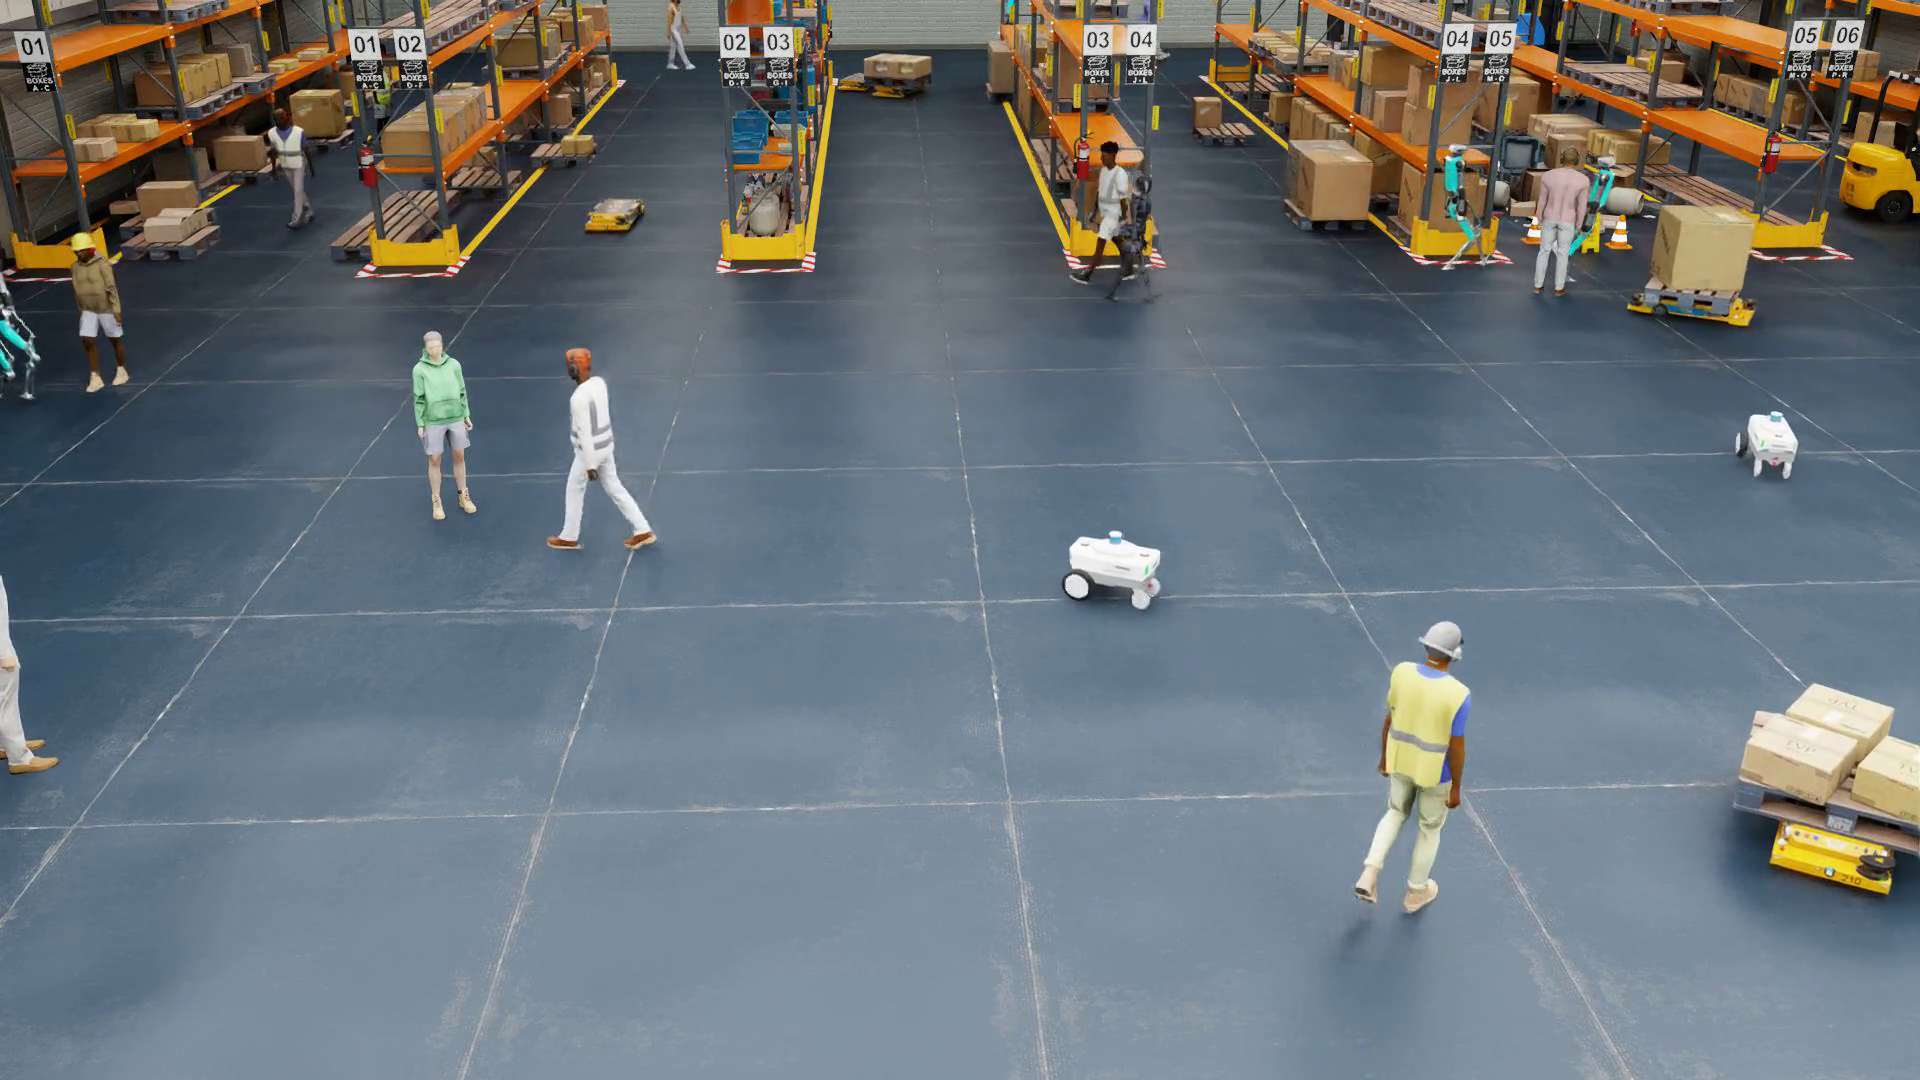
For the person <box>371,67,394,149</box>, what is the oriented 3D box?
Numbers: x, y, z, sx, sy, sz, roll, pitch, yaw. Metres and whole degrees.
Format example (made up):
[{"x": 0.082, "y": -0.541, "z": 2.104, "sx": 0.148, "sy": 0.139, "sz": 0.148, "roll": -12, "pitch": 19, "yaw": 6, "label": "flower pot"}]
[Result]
[{"x": -10.785, "y": -8.176, "z": 31.084, "sx": 0.319, "sy": 1.697, "sz": 0.532, "roll": 6, "pitch": 25, "yaw": 13, "label": "person"}]

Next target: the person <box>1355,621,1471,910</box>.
[{"x": 2.604, "y": 1.337, "z": 9.492, "sx": 0.524, "sy": 1.880, "sz": 0.569, "roll": 22, "pitch": 32, "yaw": 40, "label": "person"}]

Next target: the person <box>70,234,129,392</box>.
[{"x": -9.481, "y": -2.490, "z": 18.266, "sx": 0.556, "sy": 1.737, "sz": 0.726, "roll": -1, "pitch": 24, "yaw": -2, "label": "person"}]

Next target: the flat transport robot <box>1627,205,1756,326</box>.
[{"x": 9.322, "y": -2.988, "z": 21.187, "sx": 1.431, "sy": 0.231, "sz": 0.659, "roll": 14, "pitch": 27, "yaw": 28, "label": "flat transport robot"}]

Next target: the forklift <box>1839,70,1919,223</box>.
[{"x": 15.132, "y": -6.143, "z": 25.915, "sx": 2.313, "sy": 2.155, "sz": 1.214, "roll": -1, "pitch": 24, "yaw": -2, "label": "forklift"}]

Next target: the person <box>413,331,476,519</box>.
[{"x": -4.666, "y": -1.053, "z": 15.026, "sx": 0.483, "sy": 1.741, "sz": 0.314, "roll": -14, "pitch": 28, "yaw": -29, "label": "person"}]

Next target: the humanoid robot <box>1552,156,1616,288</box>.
[{"x": 8.236, "y": -4.200, "z": 22.217, "sx": 0.784, "sy": 1.859, "sz": 0.542, "roll": 11, "pitch": 26, "yaw": 23, "label": "humanoid robot"}]

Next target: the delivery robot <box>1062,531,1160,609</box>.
[{"x": 1.252, "y": 0.208, "z": 13.621, "sx": 0.747, "sy": 0.568, "sz": 0.499, "roll": 10, "pitch": 26, "yaw": 22, "label": "delivery robot"}]

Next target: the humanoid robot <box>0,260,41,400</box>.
[{"x": -10.228, "y": -2.257, "z": 17.720, "sx": 0.920, "sy": 1.754, "sz": 0.544, "roll": 15, "pitch": 28, "yaw": 30, "label": "humanoid robot"}]

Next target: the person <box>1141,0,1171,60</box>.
[{"x": 4.809, "y": -12.850, "z": 41.525, "sx": 0.945, "sy": 1.750, "sz": 0.628, "roll": 4, "pitch": 24, "yaw": 9, "label": "person"}]

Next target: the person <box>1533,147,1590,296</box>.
[{"x": 7.863, "y": -4.172, "z": 21.815, "sx": 0.621, "sy": 1.932, "sz": 0.369, "roll": 11, "pitch": 26, "yaw": 23, "label": "person"}]

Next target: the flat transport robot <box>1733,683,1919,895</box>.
[{"x": 5.614, "y": 1.733, "z": 10.579, "sx": 0.659, "sy": 0.231, "sz": 1.431, "roll": 13, "pitch": 27, "yaw": 27, "label": "flat transport robot"}]

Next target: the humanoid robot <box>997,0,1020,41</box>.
[{"x": 1.053, "y": -12.686, "z": 41.263, "sx": 0.832, "sy": 1.852, "sz": 0.557, "roll": -11, "pitch": 26, "yaw": -22, "label": "humanoid robot"}]

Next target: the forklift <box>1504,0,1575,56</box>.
[{"x": 14.700, "y": -13.805, "z": 42.301, "sx": 1.873, "sy": 2.768, "sz": 1.129, "roll": -1, "pitch": 24, "yaw": -2, "label": "forklift"}]

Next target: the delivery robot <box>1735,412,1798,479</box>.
[{"x": 7.935, "y": -0.974, "z": 16.271, "sx": 0.499, "sy": 0.564, "sz": 0.737, "roll": 6, "pitch": 25, "yaw": 14, "label": "delivery robot"}]

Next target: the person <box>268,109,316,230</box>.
[{"x": -10.171, "y": -5.642, "z": 25.275, "sx": 0.570, "sy": 1.783, "sz": 0.976, "roll": 3, "pitch": 24, "yaw": 8, "label": "person"}]

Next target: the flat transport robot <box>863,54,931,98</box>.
[{"x": -1.366, "y": -10.053, "z": 37.061, "sx": 0.659, "sy": 0.231, "sz": 1.431, "roll": 10, "pitch": 26, "yaw": 21, "label": "flat transport robot"}]

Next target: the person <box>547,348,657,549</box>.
[{"x": -3.124, "y": -0.767, "z": 14.259, "sx": 0.945, "sy": 1.848, "sz": 0.574, "roll": 6, "pitch": 25, "yaw": 14, "label": "person"}]

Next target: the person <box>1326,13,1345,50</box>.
[{"x": 8.962, "y": -12.101, "z": 39.713, "sx": 0.408, "sy": 1.856, "sz": 0.530, "roll": -13, "pitch": 27, "yaw": -26, "label": "person"}]

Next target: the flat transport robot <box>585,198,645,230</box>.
[{"x": -5.354, "y": -5.066, "z": 25.855, "sx": 0.659, "sy": 0.231, "sz": 1.431, "roll": 0, "pitch": 24, "yaw": 1, "label": "flat transport robot"}]

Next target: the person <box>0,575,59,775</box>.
[{"x": -6.404, "y": 0.649, "z": 11.016, "sx": 0.368, "sy": 1.897, "sz": 0.571, "roll": -17, "pitch": 29, "yaw": -34, "label": "person"}]

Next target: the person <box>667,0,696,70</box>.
[{"x": -6.746, "y": -12.272, "z": 40.139, "sx": 0.953, "sy": 1.811, "sz": 0.545, "roll": 10, "pitch": 26, "yaw": 21, "label": "person"}]

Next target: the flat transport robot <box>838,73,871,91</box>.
[{"x": -2.255, "y": -10.444, "z": 37.940, "sx": 0.659, "sy": 0.231, "sz": 1.431, "roll": 6, "pitch": 25, "yaw": 13, "label": "flat transport robot"}]

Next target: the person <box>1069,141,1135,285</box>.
[{"x": 1.967, "y": -4.388, "z": 22.315, "sx": 1.017, "sy": 1.908, "sz": 0.613, "roll": -7, "pitch": 25, "yaw": -16, "label": "person"}]

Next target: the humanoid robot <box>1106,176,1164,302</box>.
[{"x": 2.291, "y": -3.888, "z": 21.529, "sx": 0.770, "sy": 1.617, "sz": 0.611, "roll": 8, "pitch": 25, "yaw": 17, "label": "humanoid robot"}]

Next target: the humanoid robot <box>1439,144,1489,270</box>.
[{"x": 7.095, "y": -4.582, "z": 23.015, "sx": 0.910, "sy": 1.806, "sz": 0.548, "roll": -4, "pitch": 24, "yaw": -8, "label": "humanoid robot"}]
